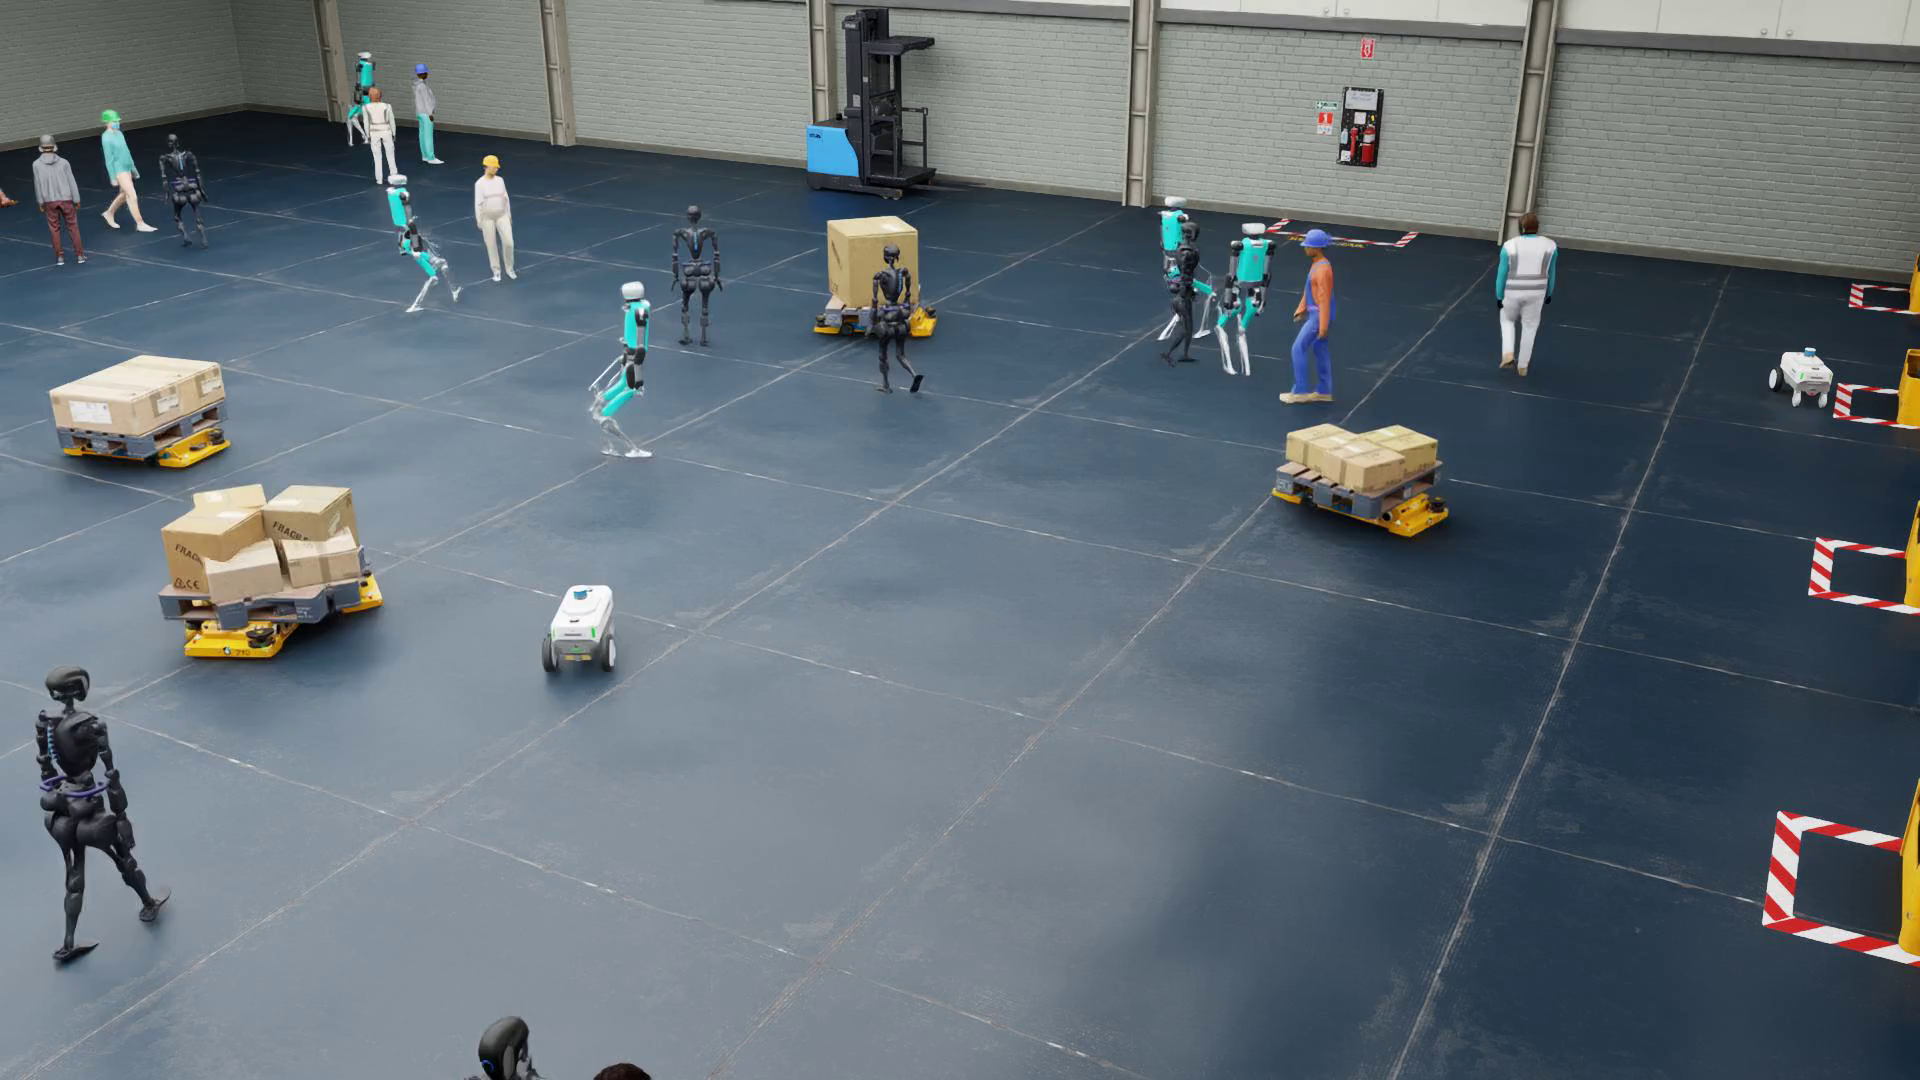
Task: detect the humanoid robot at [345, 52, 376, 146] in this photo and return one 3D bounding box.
[{"bbox_3d":[-11.692,-8.530,32.159,0.863,1.767,0.594,7,24,16],"label":"humanoid robot"}]

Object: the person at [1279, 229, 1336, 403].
[{"bbox_3d":[3.697,-2.357,17.611,0.705,1.884,0.559,5,24,11],"label":"person"}]

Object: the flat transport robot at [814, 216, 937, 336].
[{"bbox_3d":[-1.035,-2.692,20.430,1.431,0.231,0.659,2,23,5],"label":"flat transport robot"}]

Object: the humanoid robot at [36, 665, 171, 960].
[{"bbox_3d":[-4.756,1.457,9.023,0.598,1.639,0.694,9,25,20],"label":"humanoid robot"}]

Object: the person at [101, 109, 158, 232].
[{"bbox_3d":[-12.739,-5.592,25.175,0.825,1.848,0.513,-1,23,-1],"label":"person"}]

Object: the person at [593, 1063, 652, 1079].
[{"bbox_3d":[-1.168,2.646,5.915,0.379,1.917,0.596,-3,23,-7],"label":"person"}]

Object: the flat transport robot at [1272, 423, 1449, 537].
[{"bbox_3d":[3.611,-0.379,15.046,1.431,0.231,0.659,21,31,40],"label":"flat transport robot"}]

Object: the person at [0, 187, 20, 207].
[{"bbox_3d":[-15.840,-6.200,26.598,0.658,1.856,1.008,14,27,30],"label":"person"}]

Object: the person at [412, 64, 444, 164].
[{"bbox_3d":[-9.759,-7.775,30.354,0.358,1.778,0.533,-15,27,-31],"label":"person"}]

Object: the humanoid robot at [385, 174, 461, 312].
[{"bbox_3d":[-6.754,-3.807,21.207,0.924,1.786,0.545,-19,30,-37],"label":"humanoid robot"}]

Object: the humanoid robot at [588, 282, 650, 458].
[{"bbox_3d":[-3.323,-1.569,15.914,0.806,1.754,0.530,-8,25,-19],"label":"humanoid robot"}]

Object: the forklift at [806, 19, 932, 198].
[{"bbox_3d":[-1.573,-7.292,27.850,1.873,2.768,1.129,12,26,25],"label":"forklift"}]

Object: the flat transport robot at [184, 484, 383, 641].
[{"bbox_3d":[-5.322,0.474,13.060,1.431,0.231,0.659,-11,26,-24],"label":"flat transport robot"}]

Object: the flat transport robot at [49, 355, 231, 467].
[{"bbox_3d":[-8.024,-0.969,16.419,1.431,0.231,0.659,7,24,15],"label":"flat transport robot"}]

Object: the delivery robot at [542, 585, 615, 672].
[{"bbox_3d":[-2.796,0.620,12.342,0.499,0.583,0.765,0,23,-1],"label":"delivery robot"}]

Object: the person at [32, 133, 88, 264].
[{"bbox_3d":[-12.662,-4.786,23.360,0.551,1.806,0.381,-10,25,-23],"label":"person"}]

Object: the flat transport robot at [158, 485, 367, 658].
[{"bbox_3d":[-5.385,0.517,12.959,0.659,0.231,1.431,1,23,3],"label":"flat transport robot"}]

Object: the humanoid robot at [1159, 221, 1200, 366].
[{"bbox_3d":[2.549,-2.817,18.939,0.366,1.649,0.608,6,24,14],"label":"humanoid robot"}]

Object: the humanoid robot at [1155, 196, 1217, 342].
[{"bbox_3d":[2.760,-3.236,19.876,0.890,1.785,0.583,-12,26,-25],"label":"humanoid robot"}]

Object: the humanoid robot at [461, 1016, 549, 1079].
[{"bbox_3d":[-1.658,2.566,6.443,0.592,1.643,0.613,6,24,14],"label":"humanoid robot"}]

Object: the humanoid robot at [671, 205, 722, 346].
[{"bbox_3d":[-3.119,-3.120,19.644,0.601,1.642,0.348,-6,24,-13],"label":"humanoid robot"}]

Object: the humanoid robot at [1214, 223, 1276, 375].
[{"bbox_3d":[3.112,-2.682,18.581,0.557,1.817,0.675,-7,24,-17],"label":"humanoid robot"}]

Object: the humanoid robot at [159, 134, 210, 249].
[{"bbox_3d":[-11.255,-5.050,24.147,0.473,1.641,0.613,22,31,40],"label":"humanoid robot"}]

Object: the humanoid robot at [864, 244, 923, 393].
[{"bbox_3d":[-0.698,-2.351,17.876,0.590,1.640,0.593,-21,31,-39],"label":"humanoid robot"}]

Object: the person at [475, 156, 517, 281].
[{"bbox_3d":[-6.287,-4.316,22.431,0.530,1.678,0.493,-12,26,-26],"label":"person"}]

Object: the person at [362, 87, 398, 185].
[{"bbox_3d":[-9.937,-6.930,28.551,0.513,1.644,0.306,-6,24,-14],"label":"person"}]

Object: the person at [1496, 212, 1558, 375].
[{"bbox_3d":[6.299,-2.738,18.580,0.632,1.820,0.454,5,24,11],"label":"person"}]

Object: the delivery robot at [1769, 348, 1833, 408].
[{"bbox_3d":[9.112,-1.774,17.954,0.499,0.614,0.791,4,23,8],"label":"delivery robot"}]
